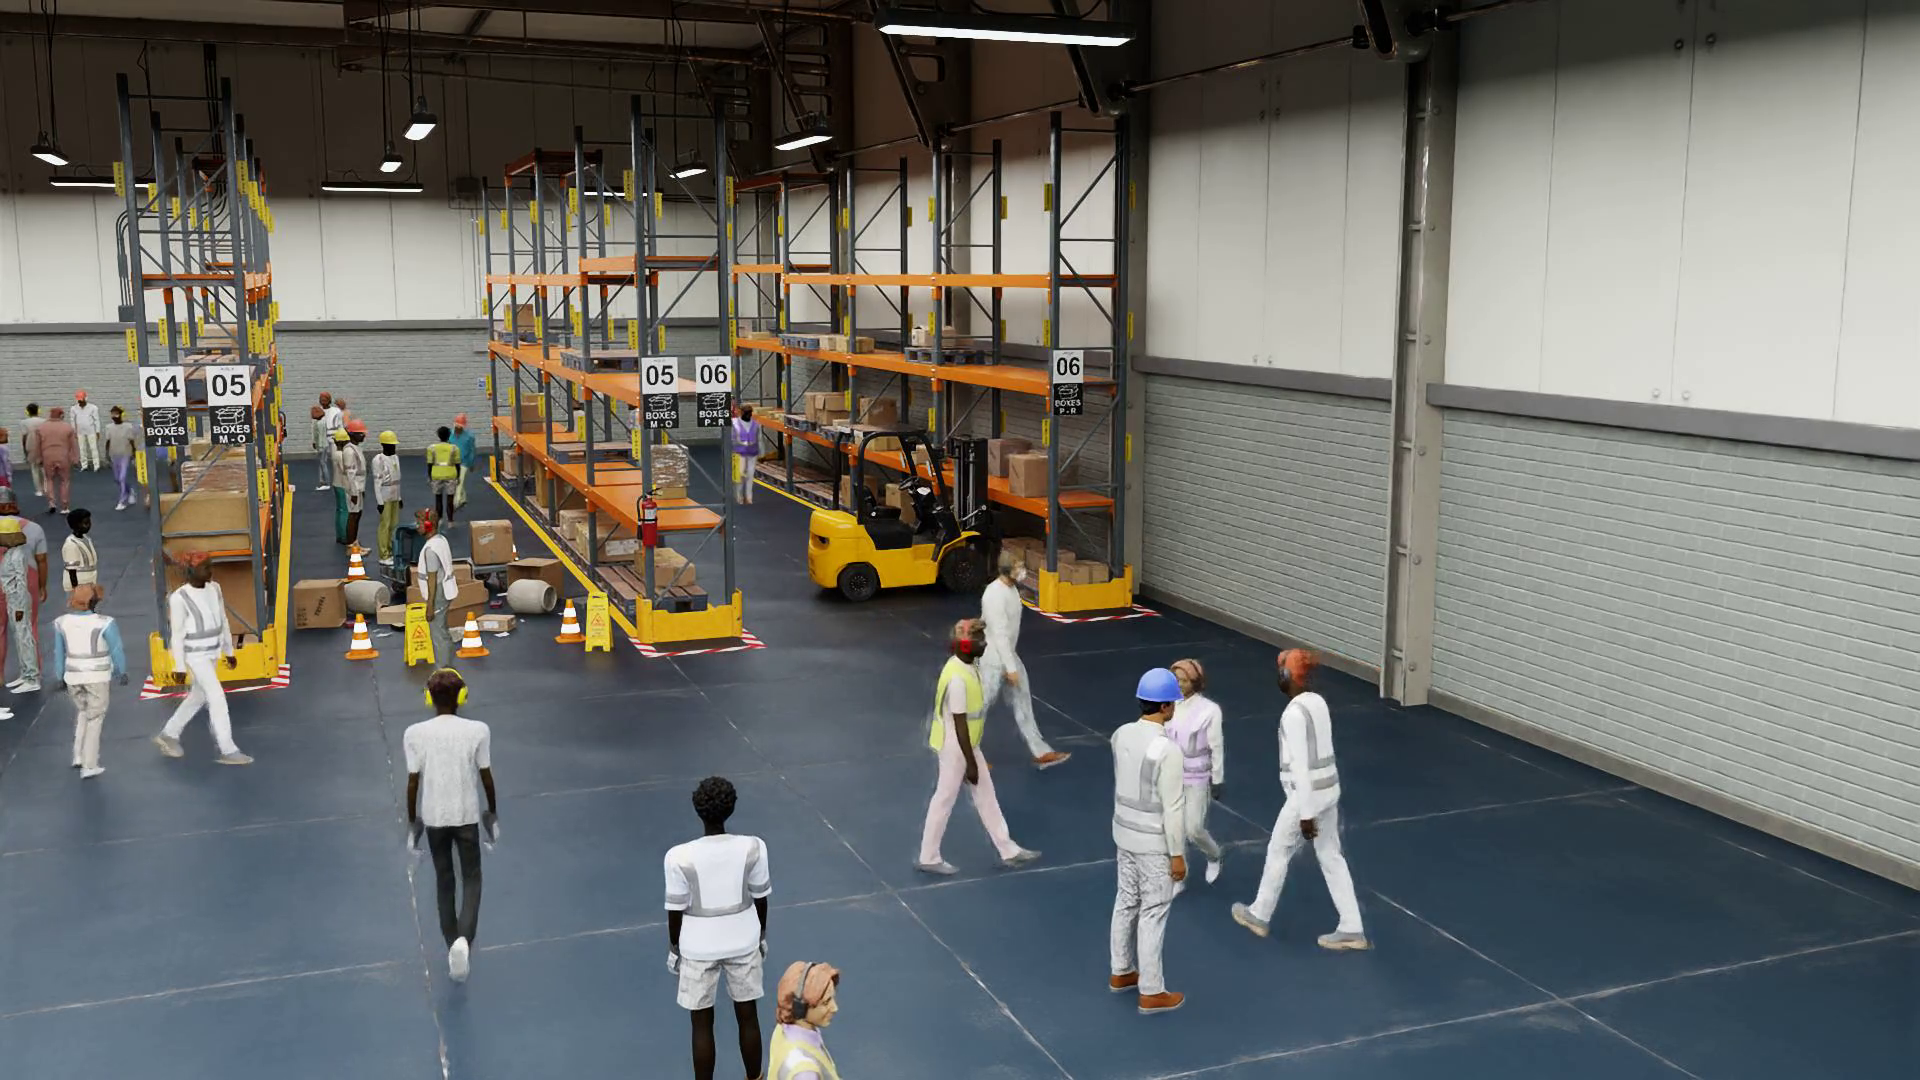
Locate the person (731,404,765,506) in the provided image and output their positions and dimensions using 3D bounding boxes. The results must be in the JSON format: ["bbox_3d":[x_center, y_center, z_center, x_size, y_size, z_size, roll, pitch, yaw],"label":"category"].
[{"bbox_3d":[-3.806,-1.518,29.847,0.662,1.829,0.572,-4,10,-24],"label":"person"}]

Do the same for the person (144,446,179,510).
[{"bbox_3d":[-14.175,-1.531,29.465,0.603,1.994,0.953,0,9,-2],"label":"person"}]

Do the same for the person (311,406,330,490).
[{"bbox_3d":[-12.344,-1.777,32.143,0.288,1.624,0.515,-3,9,-16],"label":"person"}]

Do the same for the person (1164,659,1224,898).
[{"bbox_3d":[1.513,1.573,11.047,0.520,1.627,0.435,8,12,40],"label":"person"}]

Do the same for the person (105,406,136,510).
[{"bbox_3d":[-14.914,-1.477,29.600,0.528,1.842,0.712,0,9,-2],"label":"person"}]

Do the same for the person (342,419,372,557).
[{"bbox_3d":[-8.870,-0.763,24.495,0.413,2.034,0.603,-2,9,-10],"label":"person"}]

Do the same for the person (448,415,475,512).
[{"bbox_3d":[-8.841,-1.355,29.302,0.576,1.691,0.910,0,9,0],"label":"person"}]

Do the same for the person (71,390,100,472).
[{"bbox_3d":[-18.400,-2.285,34.979,0.573,1.739,0.349,-2,9,-9],"label":"person"}]

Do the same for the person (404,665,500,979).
[{"bbox_3d":[-2.984,1.667,9.763,0.531,1.851,0.627,-2,9,-10],"label":"person"}]

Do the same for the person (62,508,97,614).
[{"bbox_3d":[-9.303,0.501,17.609,0.321,1.686,0.539,-1,9,-9],"label":"person"}]

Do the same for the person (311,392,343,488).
[{"bbox_3d":[-12.275,-1.931,32.296,0.578,1.881,0.346,-2,9,-10],"label":"person"}]

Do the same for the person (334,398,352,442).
[{"bbox_3d":[-12.677,-2.119,34.296,0.459,1.627,0.526,4,10,22],"label":"person"}]

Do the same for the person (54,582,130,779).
[{"bbox_3d":[-7.170,1.147,13.750,0.517,1.620,0.498,1,9,4],"label":"person"}]

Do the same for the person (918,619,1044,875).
[{"bbox_3d":[0.134,1.429,11.356,0.925,1.805,0.601,2,9,10],"label":"person"}]

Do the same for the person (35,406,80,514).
[{"bbox_3d":[-15.635,-1.379,28.848,0.677,1.876,0.458,-4,10,-21],"label":"person"}]

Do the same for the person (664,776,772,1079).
[{"bbox_3d":[-1.186,2.003,8.169,0.537,1.680,0.321,-4,10,-21],"label":"person"}]

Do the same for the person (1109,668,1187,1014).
[{"bbox_3d":[1.083,1.681,9.406,0.424,1.938,0.604,-4,10,-26],"label":"person"}]

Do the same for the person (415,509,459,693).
[{"bbox_3d":[-5.192,0.597,16.546,0.389,1.837,0.560,-2,9,-12],"label":"person"}]

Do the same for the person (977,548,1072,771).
[{"bbox_3d":[0.424,1.012,13.735,0.987,1.886,0.644,3,10,19],"label":"person"}]

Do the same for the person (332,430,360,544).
[{"bbox_3d":[-9.499,-0.815,25.644,0.313,1.769,0.525,-6,11,-34],"label":"person"}]

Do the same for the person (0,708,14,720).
[{"bbox_3d":[-9.084,0.759,15.458,0.361,1.858,0.520,-5,10,-30],"label":"person"}]

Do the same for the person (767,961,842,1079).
[{"bbox_3d":[-0.579,2.346,6.150,0.315,1.636,0.514,-2,9,-13],"label":"person"}]

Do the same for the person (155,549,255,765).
[{"bbox_3d":[-6.481,0.980,14.115,0.932,1.851,0.588,1,9,9],"label":"person"}]

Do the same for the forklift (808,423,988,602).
[{"bbox_3d":[-0.830,-0.399,21.676,2.313,2.155,1.214,-4,10,-21],"label":"forklift"}]

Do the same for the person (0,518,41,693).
[{"bbox_3d":[-9.387,0.644,16.524,0.303,1.743,0.494,-7,11,-36],"label":"person"}]

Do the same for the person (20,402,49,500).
[{"bbox_3d":[-17.091,-1.654,30.868,0.549,1.801,1.045,-6,11,-31],"label":"person"}]

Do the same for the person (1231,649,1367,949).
[{"bbox_3d":[2.105,1.588,10.258,0.963,1.834,0.606,7,11,36],"label":"person"}]

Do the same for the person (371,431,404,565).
[{"bbox_3d":[-8.160,-0.607,23.822,0.376,1.925,0.594,2,9,11],"label":"person"}]

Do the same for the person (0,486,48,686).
[{"bbox_3d":[-9.612,0.447,16.833,0.689,2.000,0.535,-7,11,-36],"label":"person"}]

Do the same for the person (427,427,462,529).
[{"bbox_3d":[-8.435,-1.023,27.274,0.549,1.658,0.622,-2,9,-13],"label":"person"}]

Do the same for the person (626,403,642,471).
[{"bbox_3d":[-6.411,-2.000,32.934,0.404,1.823,0.591,-3,9,-17],"label":"person"}]

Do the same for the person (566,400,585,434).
[{"bbox_3d":[-7.875,-2.098,34.129,0.284,1.633,0.497,7,11,36],"label":"person"}]
